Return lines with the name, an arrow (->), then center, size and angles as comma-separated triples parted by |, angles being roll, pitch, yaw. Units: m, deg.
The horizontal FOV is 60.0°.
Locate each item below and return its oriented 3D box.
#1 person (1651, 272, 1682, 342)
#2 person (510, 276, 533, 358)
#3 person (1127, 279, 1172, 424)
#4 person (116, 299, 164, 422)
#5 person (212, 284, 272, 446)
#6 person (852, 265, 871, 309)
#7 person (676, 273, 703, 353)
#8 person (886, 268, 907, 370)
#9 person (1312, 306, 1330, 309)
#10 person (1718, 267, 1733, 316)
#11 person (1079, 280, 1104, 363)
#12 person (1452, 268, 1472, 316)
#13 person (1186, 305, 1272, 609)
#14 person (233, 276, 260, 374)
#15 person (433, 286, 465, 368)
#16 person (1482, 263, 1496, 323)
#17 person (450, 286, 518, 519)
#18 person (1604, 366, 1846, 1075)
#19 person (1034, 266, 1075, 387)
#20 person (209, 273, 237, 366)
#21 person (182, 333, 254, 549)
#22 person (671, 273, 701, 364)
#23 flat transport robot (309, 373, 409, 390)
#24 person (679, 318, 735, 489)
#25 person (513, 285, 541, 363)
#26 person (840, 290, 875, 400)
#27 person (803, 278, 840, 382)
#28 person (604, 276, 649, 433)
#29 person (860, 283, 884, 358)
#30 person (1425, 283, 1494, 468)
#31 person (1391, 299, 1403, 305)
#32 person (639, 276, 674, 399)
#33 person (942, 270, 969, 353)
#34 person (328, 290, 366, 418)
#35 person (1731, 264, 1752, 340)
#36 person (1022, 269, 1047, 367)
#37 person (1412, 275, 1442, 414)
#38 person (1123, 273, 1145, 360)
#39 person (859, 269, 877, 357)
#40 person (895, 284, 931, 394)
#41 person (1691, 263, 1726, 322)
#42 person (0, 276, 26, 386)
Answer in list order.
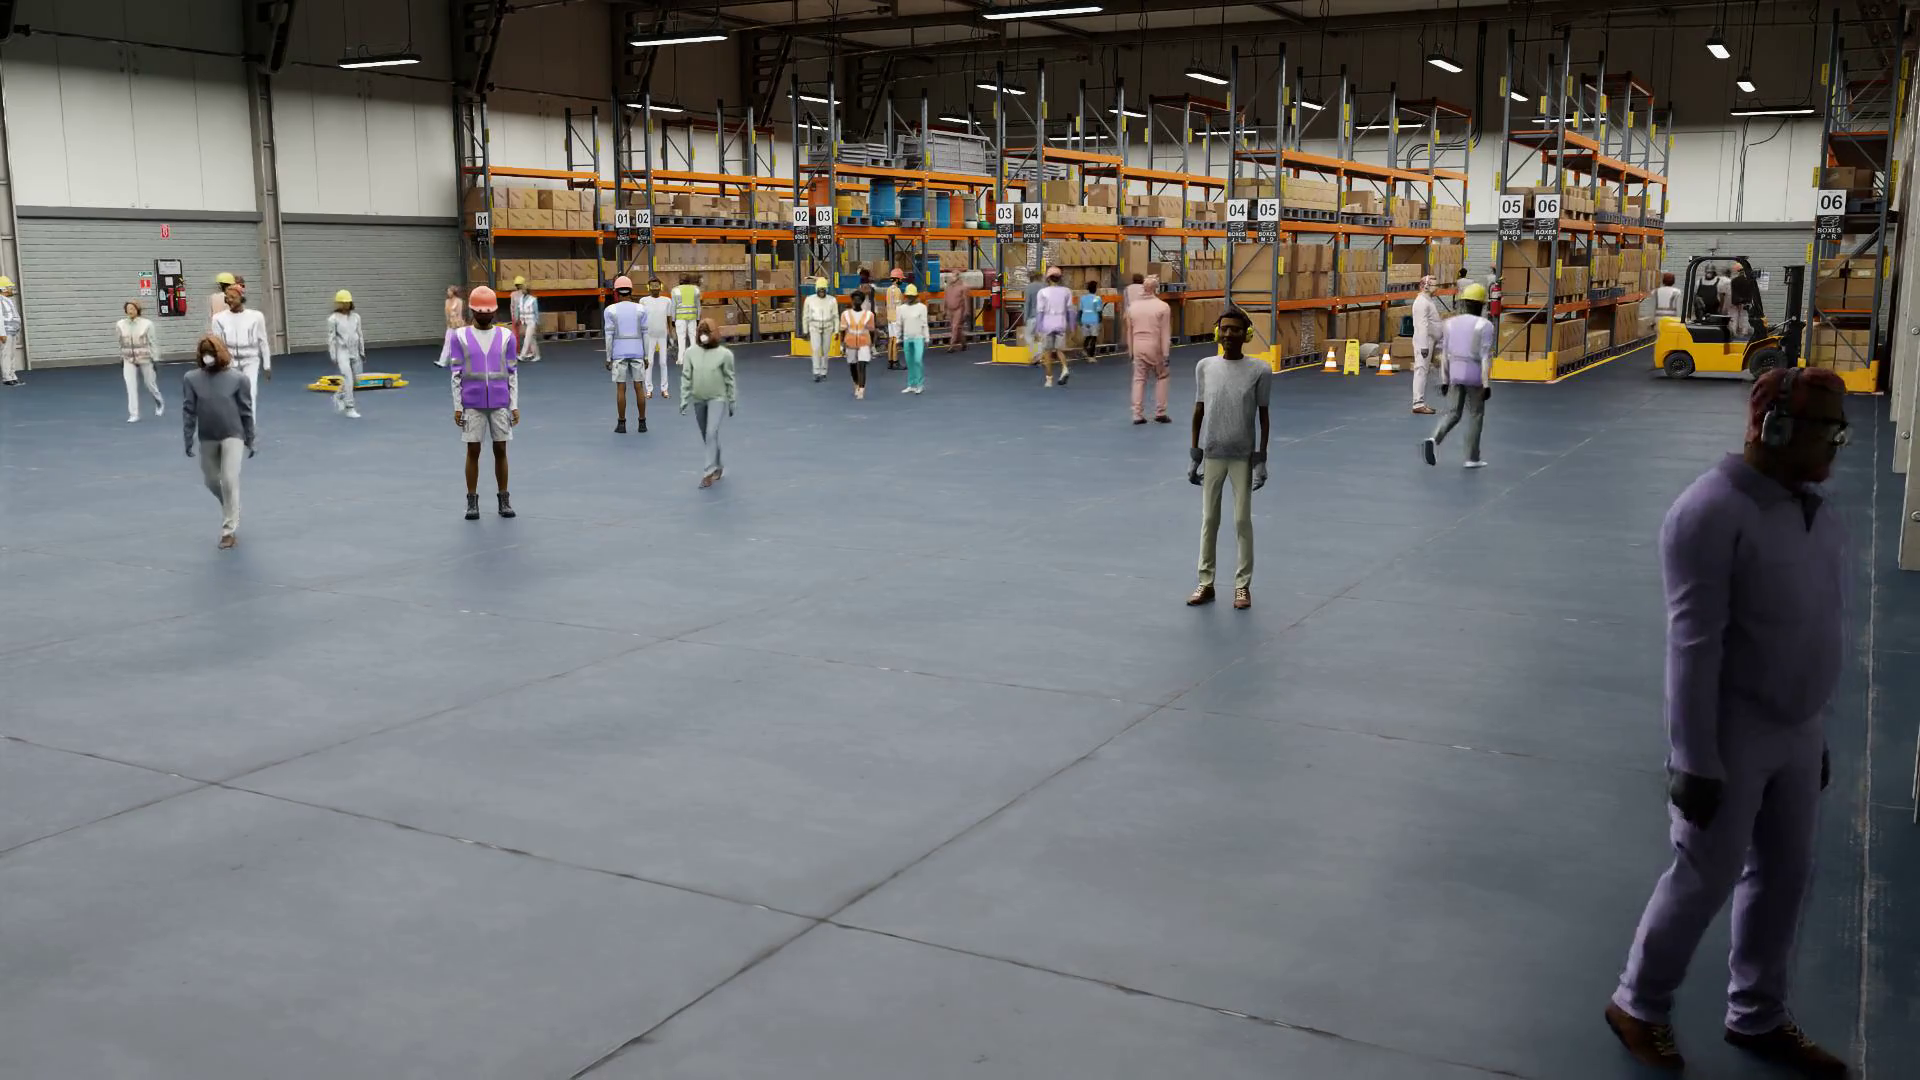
person -> 13.646, -4.245, 32.182 | 0.583, 1.868, 0.450 | 9, 13, 42
person -> -9.397, -4.739, 35.484 | 0.552, 1.732, 0.824 | 2, 10, 14
person -> 2.504, -2.450, 21.646 | 0.673, 1.877, 0.732 | 7, 12, 37
person -> -10.874, -2.388, 22.083 | 0.525, 1.617, 0.708 | -1, 10, -4
person -> -8.260, -1.982, 19.019 | 0.616, 1.840, 0.948 | -1, 10, -6
person -> -2.642, -6.323, 44.158 | 0.635, 1.940, 0.366 | 9, 13, 41
person -> -5.550, -4.619, 34.498 | 0.590, 1.829, 0.538 | -7, 12, -36
person -> -1.209, -4.228, 31.896 | 0.360, 1.935, 0.552 | -4, 10, -22
person -> 9.304, -6.116, 42.932 | 0.625, 1.951, 0.716 | 9, 13, 43
person -> 20.089, -6.225, 43.796 | 0.894, 1.904, 0.652 | -1, 10, -3
person -> 2.687, -4.438, 33.862 | 0.547, 1.680, 0.378 | 8, 12, 37
person -> 13.473, -6.358, 44.606 | 0.509, 1.860, 0.333 | 2, 10, 12
person -> 1.661, -0.510, 10.310 | 0.513, 1.877, 0.328 | 4, 10, 22
person -> -13.304, -3.931, 30.572 | 0.542, 1.815, 0.665 | -9, 13, -41
person -> -9.861, -4.142, 32.366 | 0.528, 1.586, 0.882 | 7, 12, 35
person -> 14.304, -6.375, 44.268 | 0.956, 2.000, 0.619 | -3, 10, -18
person -> -3.931, -1.136, 13.807 | 0.543, 1.933, 0.364 | -4, 10, -22
person -> 2.078, 0.511, 4.407 | 0.662, 1.925, 0.487 | -6, 12, -33
person -> 1.570, -3.521, 27.524 | 0.659, 2.019, 0.596 | -3, 10, -16
person -> -11.743, -3.351, 26.840 | 0.603, 1.900, 0.660 | 5, 11, 29
person -> -5.588, -0.772, 12.613 | 0.507, 1.609, 0.697 | -1, 10, -5
person -> -5.525, -4.452, 33.481 | 0.625, 1.847, 0.429 | -5, 11, -28
flat transport robot -> -9.847, -2.604, 27.258 | 0.652, 0.197, 1.431 | 7, 12, 35
person -> -2.389, -1.324, 15.899 | 0.497, 1.594, 0.850 | 2, 10, 13
person -> -8.886, -4.431, 34.098 | 0.515, 1.590, 0.897 | 6, 11, 31
person -> -1.563, -3.002, 25.523 | 0.530, 1.671, 0.824 | 1, 10, 3
person -> -2.390, -3.631, 28.825 | 0.621, 1.785, 0.900 | -2, 10, -13
person -> -4.106, -2.279, 20.508 | 0.543, 1.929, 0.372 | -4, 10, -20
person -> -2.015, -4.666, 35.395 | 0.713, 1.605, 0.502 | 1, 10, 7
person -> 5.131, -1.660, 16.977 | 0.750, 1.903, 0.591 | -7, 12, -37
person -> 12.845, -7.135, 49.250 | 0.733, 1.815, 0.593 | 9, 13, 41
person -> -4.645, -3.096, 25.475 | 0.536, 1.866, 0.314 | -3, 10, -18
person -> -0.085, -5.198, 37.766 | 0.648, 1.875, 0.855 | 7, 12, 35
person -> -8.352, -2.531, 22.570 | 0.577, 1.725, 0.494 | 6, 12, 33
person -> 20.304, -6.162, 43.137 | 0.474, 1.964, 0.674 | -4, 11, -23
person -> 1.484, -4.369, 32.790 | 0.673, 1.908, 0.517 | -8, 13, -40
person -> 6.478, -2.711, 23.103 | 0.410, 1.909, 0.643 | 3, 10, 17
person -> 3.791, -4.697, 34.984 | 0.661, 1.815, 0.784 | 7, 12, 35
person -> -2.022, -4.861, 35.717 | 0.474, 1.900, 0.610 | -6, 11, -30
person -> -0.745, -3.169, 26.310 | 0.613, 1.728, 0.701 | 4, 10, 21
person -> 17.277, -5.403, 38.471 | 0.690, 2.000, 0.584 | 7, 12, 35
person -> -15.964, -3.495, 27.895 | 0.404, 1.837, 0.596 | -2, 10, -12
